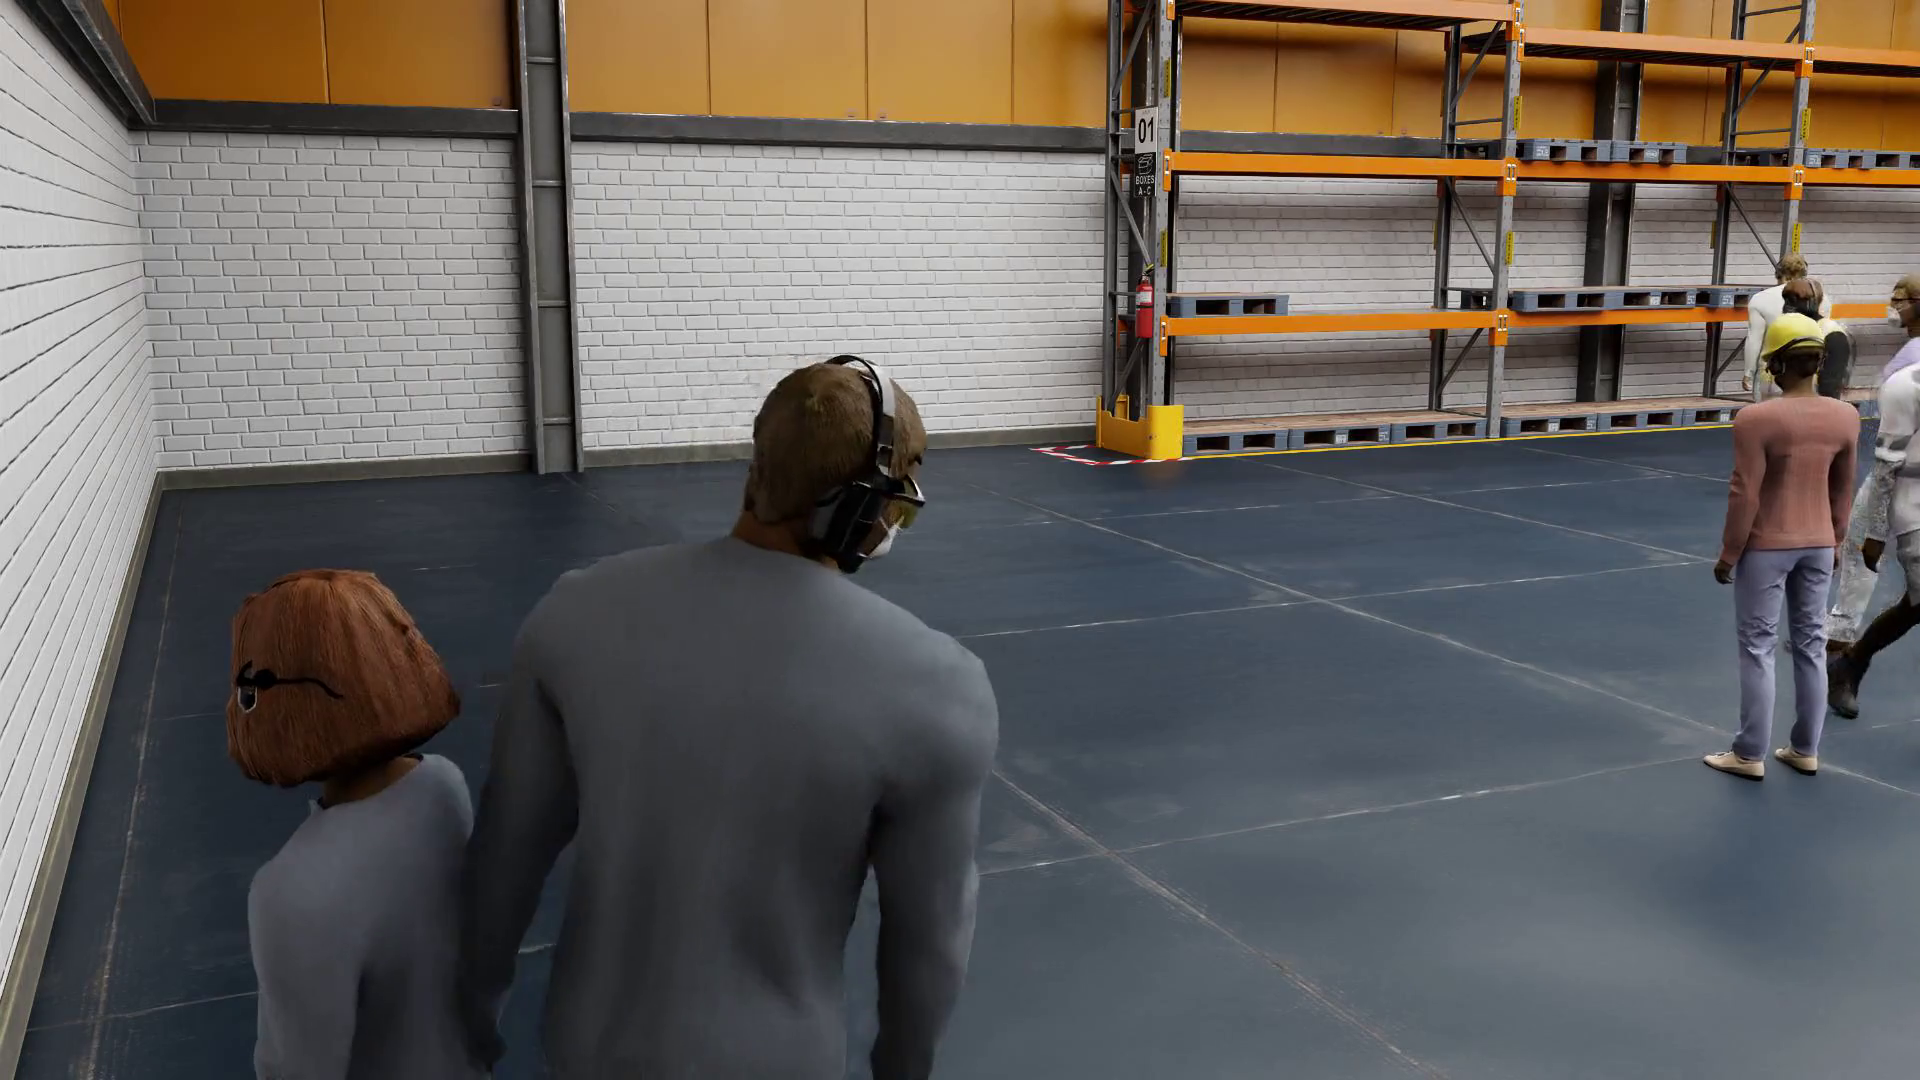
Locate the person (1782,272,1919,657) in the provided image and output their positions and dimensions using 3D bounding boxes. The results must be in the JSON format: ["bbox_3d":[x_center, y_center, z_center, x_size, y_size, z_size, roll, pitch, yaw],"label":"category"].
[{"bbox_3d":[4.544,-0.320,7.847,0.976,1.901,0.639,5,11,25],"label":"person"}]

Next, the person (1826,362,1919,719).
[{"bbox_3d":[3.870,-0.102,6.693,0.548,1.890,0.974,-3,11,-14],"label":"person"}]

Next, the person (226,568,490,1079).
[{"bbox_3d":[-0.747,0.838,2.154,0.280,1.625,0.495,1,10,3],"label":"person"}]

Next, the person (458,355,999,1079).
[{"bbox_3d":[-0.284,0.694,2.255,0.702,1.877,0.824,4,11,22],"label":"person"}]

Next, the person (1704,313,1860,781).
[{"bbox_3d":[3.092,0.032,6.274,0.533,1.759,0.318,-2,10,-13],"label":"person"}]

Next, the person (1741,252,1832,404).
[{"bbox_3d":[6.737,-1.375,13.606,0.638,1.936,0.356,2,10,11],"label":"person"}]

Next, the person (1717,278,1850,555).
[{"bbox_3d":[5.399,-0.778,10.671,0.938,1.805,0.637,-4,11,-19],"label":"person"}]
